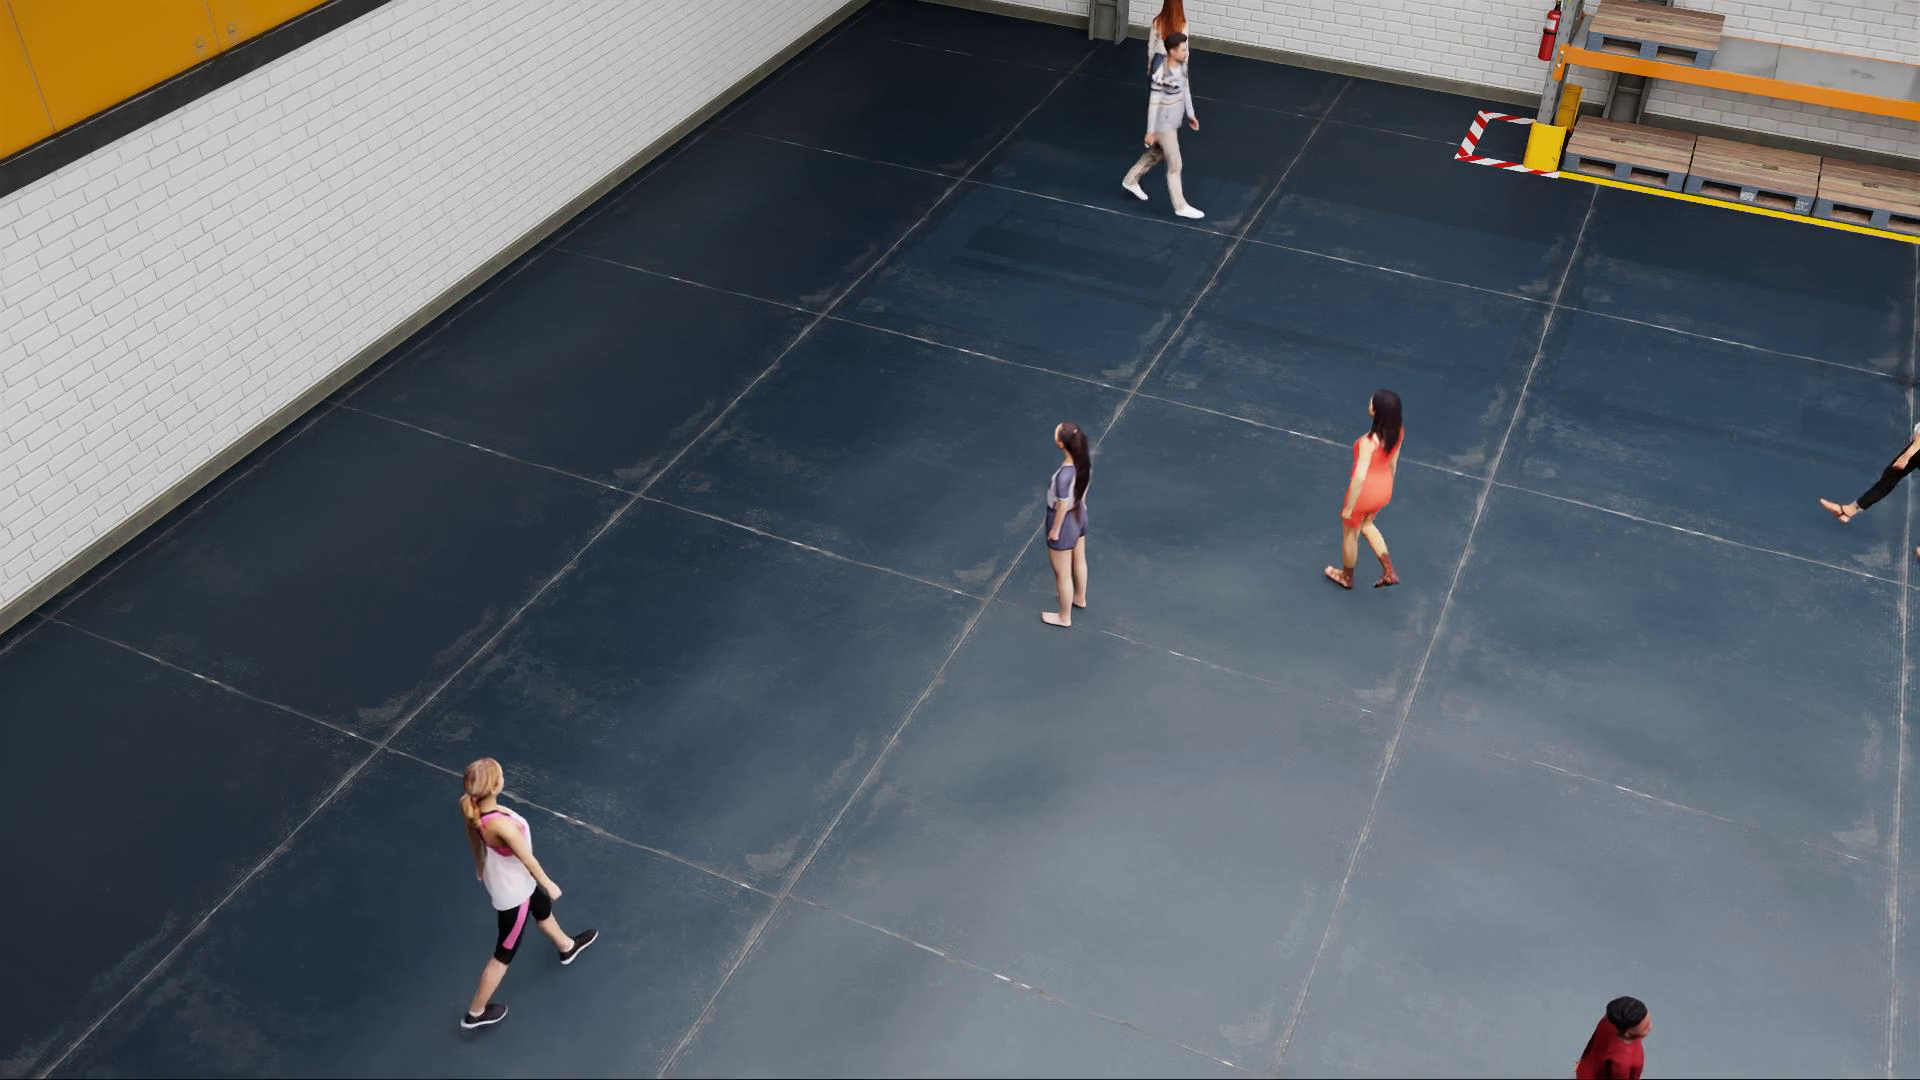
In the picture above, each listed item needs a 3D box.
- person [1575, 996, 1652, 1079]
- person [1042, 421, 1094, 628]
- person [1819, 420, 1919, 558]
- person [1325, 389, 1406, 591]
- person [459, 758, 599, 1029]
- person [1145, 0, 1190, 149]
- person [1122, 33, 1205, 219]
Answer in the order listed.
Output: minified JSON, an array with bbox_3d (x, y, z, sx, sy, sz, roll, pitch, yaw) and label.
[{"bbox_3d":[3.092,2.680,8.211,0.899,1.234,0.606,9,40,11],"label":"person"},{"bbox_3d":[0.752,-0.118,11.380,0.531,1.650,0.610,20,43,23],"label":"person"},{"bbox_3d":[7.048,-0.594,11.878,1.273,1.773,0.818,25,45,28],"label":"person"},{"bbox_3d":[2.892,-0.268,11.521,0.764,1.708,0.901,-28,46,-31],"label":"person"},{"bbox_3d":[-2.441,1.900,8.774,1.160,1.749,0.955,31,48,33],"label":"person"},{"bbox_3d":[2.156,-4.896,17.301,0.488,1.728,0.674,10,40,12],"label":"person"},{"bbox_3d":[1.930,-4.075,16.188,1.196,1.834,0.736,19,42,22],"label":"person"}]
